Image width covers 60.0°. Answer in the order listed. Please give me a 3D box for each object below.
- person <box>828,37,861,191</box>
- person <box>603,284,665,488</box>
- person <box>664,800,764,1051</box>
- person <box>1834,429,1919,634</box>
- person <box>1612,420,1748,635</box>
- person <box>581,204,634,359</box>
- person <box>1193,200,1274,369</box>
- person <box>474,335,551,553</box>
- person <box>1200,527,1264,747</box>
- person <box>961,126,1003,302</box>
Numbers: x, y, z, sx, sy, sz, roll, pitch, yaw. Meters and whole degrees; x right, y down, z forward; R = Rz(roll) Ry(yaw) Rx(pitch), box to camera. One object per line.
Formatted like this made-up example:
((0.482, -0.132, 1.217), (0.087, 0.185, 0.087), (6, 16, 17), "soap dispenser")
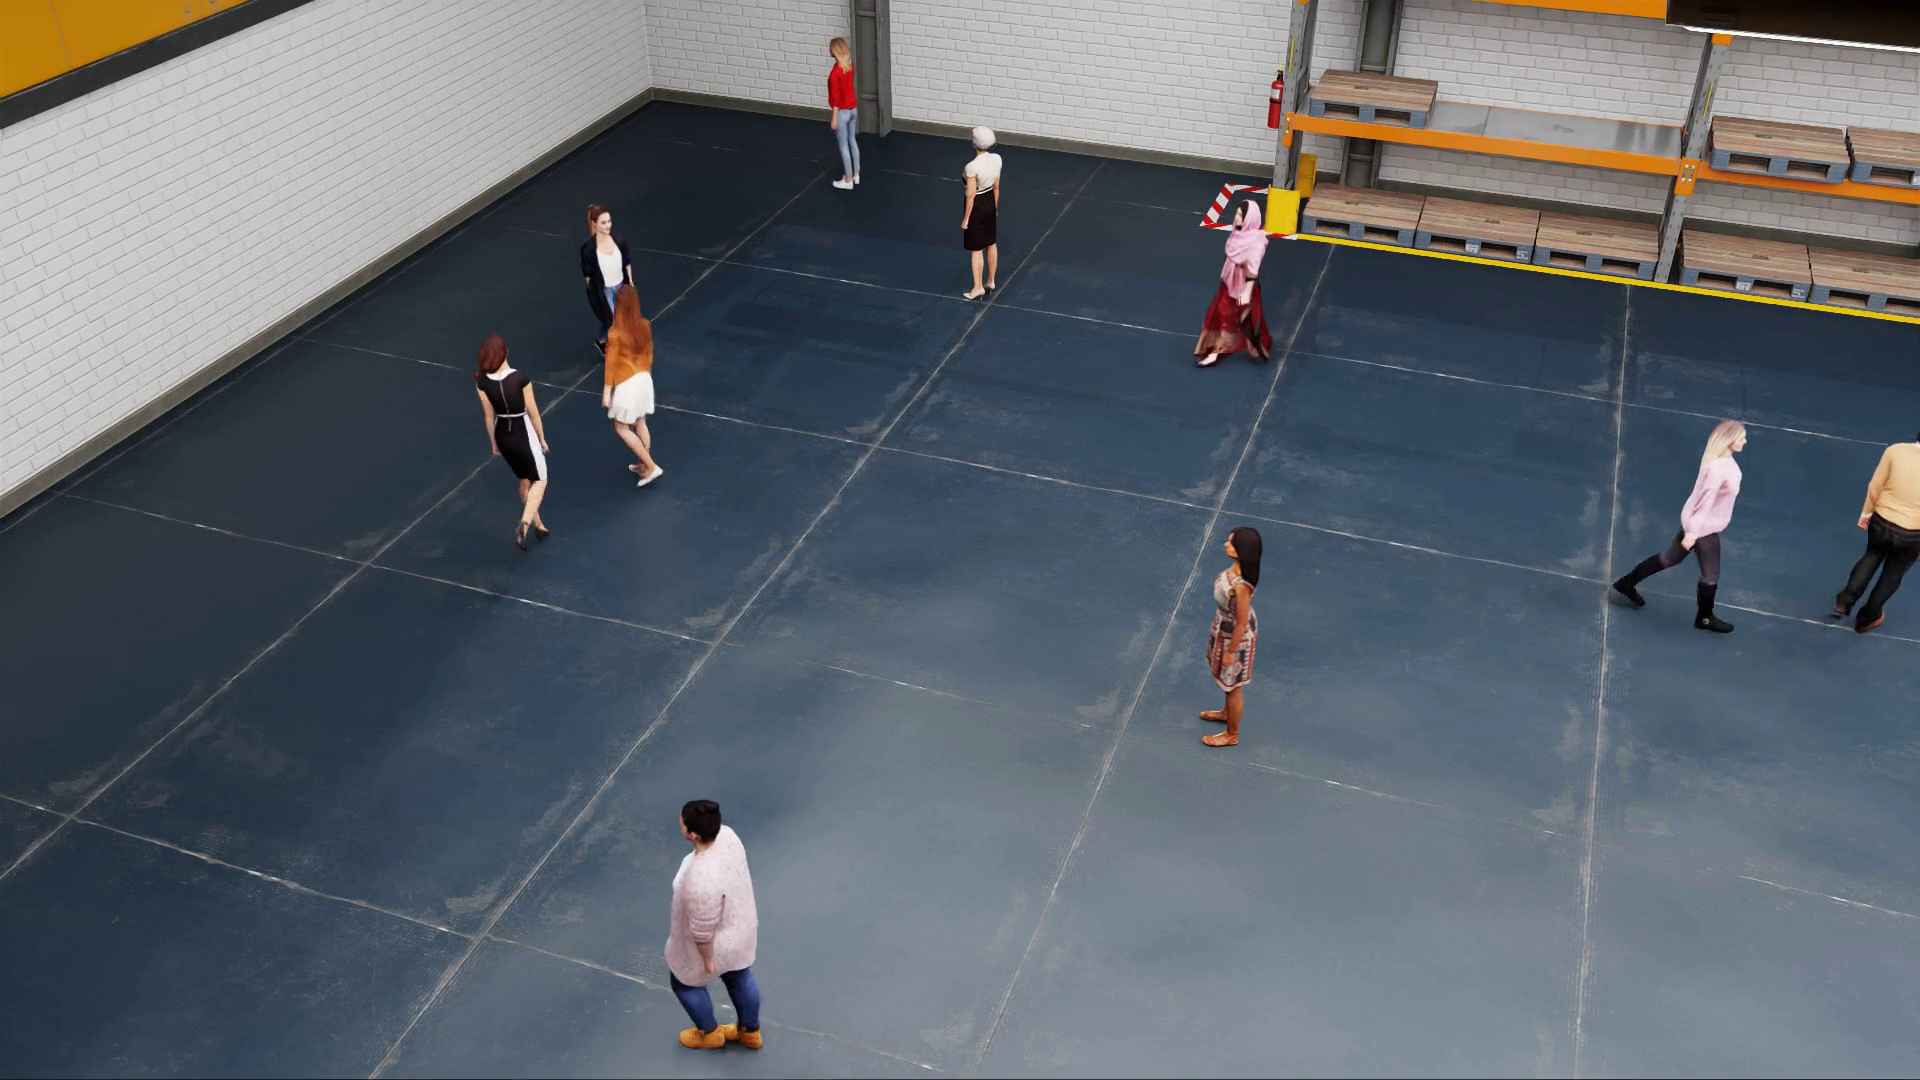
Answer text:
((-1.314, -4.818, 18.796), (0.532, 1.703, 0.637), (14, 36, 21), "person")
((-2.605, -1.222, 13.380), (0.795, 1.710, 0.784), (16, 37, 23), "person")
((-1.171, 2.008, 8.503), (0.638, 1.728, 0.668), (12, 35, 17), "person")
((6.516, -0.067, 11.613), (0.862, 1.741, 0.786), (-22, 39, -29), "person")
((5.152, -0.128, 11.782), (1.110, 1.657, 0.687), (15, 36, 21), "person")
((-3.201, -2.238, 14.971), (1.010, 1.640, 1.227), (-24, 41, -32), "person")
((2.619, -2.307, 15.120), (1.136, 1.591, 1.080), (-14, 36, -20), "person")
((-3.338, -0.658, 12.472), (0.862, 1.776, 0.801), (6, 34, 9), "person")
((1.767, 0.607, 10.686), (0.611, 1.645, 0.697), (4, 34, 6), "person")
((0.216, -3.196, 16.307), (0.678, 1.756, 0.707), (29, 43, 36), "person")
